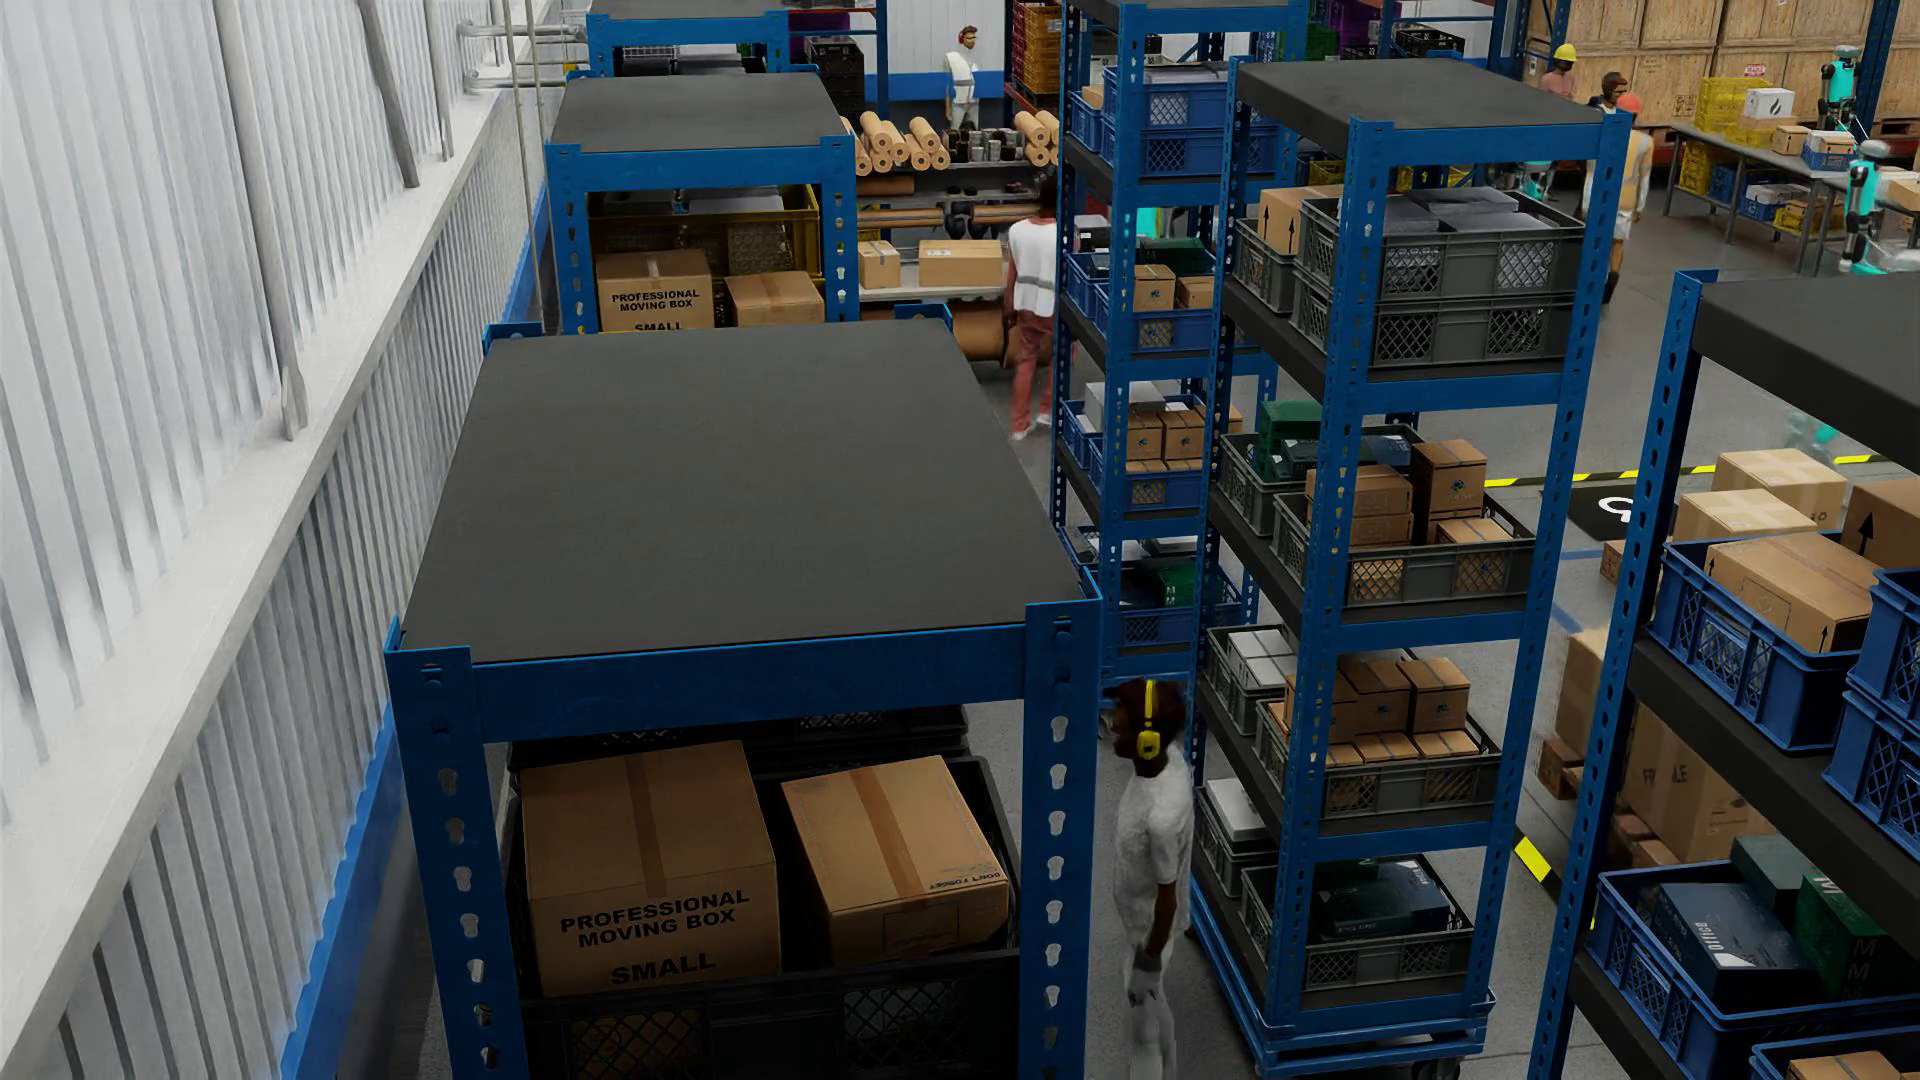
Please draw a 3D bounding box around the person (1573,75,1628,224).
[{"bbox_3d":[6.243,-3.618,16.294,0.341,1.839,0.502,20,31,36],"label":"person"}]

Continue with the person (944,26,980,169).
[{"bbox_3d":[0.051,-5.112,19.537,0.560,1.836,0.398,-14,28,-29],"label":"person"}]

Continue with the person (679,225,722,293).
[{"bbox_3d":[-2.150,-2.647,14.208,0.632,1.817,0.569,-3,25,-7],"label":"person"}]

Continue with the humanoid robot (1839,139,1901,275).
[{"bbox_3d":[7.527,-2.392,13.737,0.936,1.762,0.544,18,30,33],"label":"humanoid robot"}]

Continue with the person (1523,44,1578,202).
[{"bbox_3d":[6.643,-4.650,18.629,0.529,1.761,0.341,-13,28,-26],"label":"person"}]

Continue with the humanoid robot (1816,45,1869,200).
[{"bbox_3d":[9.743,-4.526,18.218,0.533,1.677,0.735,-11,27,-23],"label":"humanoid robot"}]

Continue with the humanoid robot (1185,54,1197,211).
[{"bbox_3d":[2.480,-4.492,18.328,0.558,1.728,1.061,-1,25,-2],"label":"humanoid robot"}]

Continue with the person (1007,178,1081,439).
[{"bbox_3d":[0.622,-1.650,11.969,0.657,1.874,0.618,16,29,31],"label":"person"}]

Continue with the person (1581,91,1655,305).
[{"bbox_3d":[5.874,-3.032,14.934,0.551,1.910,0.699,8,26,16],"label":"person"}]

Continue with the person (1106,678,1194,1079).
[{"bbox_3d":[0.615,1.296,5.601,0.469,1.868,0.544,1,25,3],"label":"person"}]

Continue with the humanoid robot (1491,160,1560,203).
[{"bbox_3d":[5.360,-3.424,16.021,0.530,1.765,0.866,-8,26,-17],"label":"humanoid robot"}]

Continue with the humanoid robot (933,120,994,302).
[{"bbox_3d":[0.054,-2.935,15.012,0.589,1.641,0.421,-7,26,-14],"label":"humanoid robot"}]

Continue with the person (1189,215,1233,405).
[{"bbox_3d":[1.668,-1.263,11.151,0.379,1.852,0.589,-3,25,-7],"label":"person"}]

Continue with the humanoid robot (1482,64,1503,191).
[{"bbox_3d":[5.824,-4.345,18.080,0.624,1.637,0.589,1,25,2],"label":"humanoid robot"}]

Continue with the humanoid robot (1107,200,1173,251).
[{"bbox_3d":[1.348,-1.994,12.904,0.538,1.798,0.835,6,25,12],"label":"humanoid robot"}]

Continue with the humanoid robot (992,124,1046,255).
[{"bbox_3d":[0.572,-2.920,14.964,0.594,1.648,0.380,-4,25,-8],"label":"humanoid robot"}]

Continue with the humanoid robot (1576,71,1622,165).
[{"bbox_3d":[6.830,-4.143,17.683,0.810,1.619,0.609,-19,31,-35],"label":"humanoid robot"}]

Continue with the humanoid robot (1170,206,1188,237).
[{"bbox_3d":[2.144,-3.855,16.993,0.599,1.640,0.485,-6,25,-13],"label":"humanoid robot"}]

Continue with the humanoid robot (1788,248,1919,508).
[{"bbox_3d":[5.737,-1.044,10.835,0.813,1.807,0.540,14,28,28],"label":"humanoid robot"}]
